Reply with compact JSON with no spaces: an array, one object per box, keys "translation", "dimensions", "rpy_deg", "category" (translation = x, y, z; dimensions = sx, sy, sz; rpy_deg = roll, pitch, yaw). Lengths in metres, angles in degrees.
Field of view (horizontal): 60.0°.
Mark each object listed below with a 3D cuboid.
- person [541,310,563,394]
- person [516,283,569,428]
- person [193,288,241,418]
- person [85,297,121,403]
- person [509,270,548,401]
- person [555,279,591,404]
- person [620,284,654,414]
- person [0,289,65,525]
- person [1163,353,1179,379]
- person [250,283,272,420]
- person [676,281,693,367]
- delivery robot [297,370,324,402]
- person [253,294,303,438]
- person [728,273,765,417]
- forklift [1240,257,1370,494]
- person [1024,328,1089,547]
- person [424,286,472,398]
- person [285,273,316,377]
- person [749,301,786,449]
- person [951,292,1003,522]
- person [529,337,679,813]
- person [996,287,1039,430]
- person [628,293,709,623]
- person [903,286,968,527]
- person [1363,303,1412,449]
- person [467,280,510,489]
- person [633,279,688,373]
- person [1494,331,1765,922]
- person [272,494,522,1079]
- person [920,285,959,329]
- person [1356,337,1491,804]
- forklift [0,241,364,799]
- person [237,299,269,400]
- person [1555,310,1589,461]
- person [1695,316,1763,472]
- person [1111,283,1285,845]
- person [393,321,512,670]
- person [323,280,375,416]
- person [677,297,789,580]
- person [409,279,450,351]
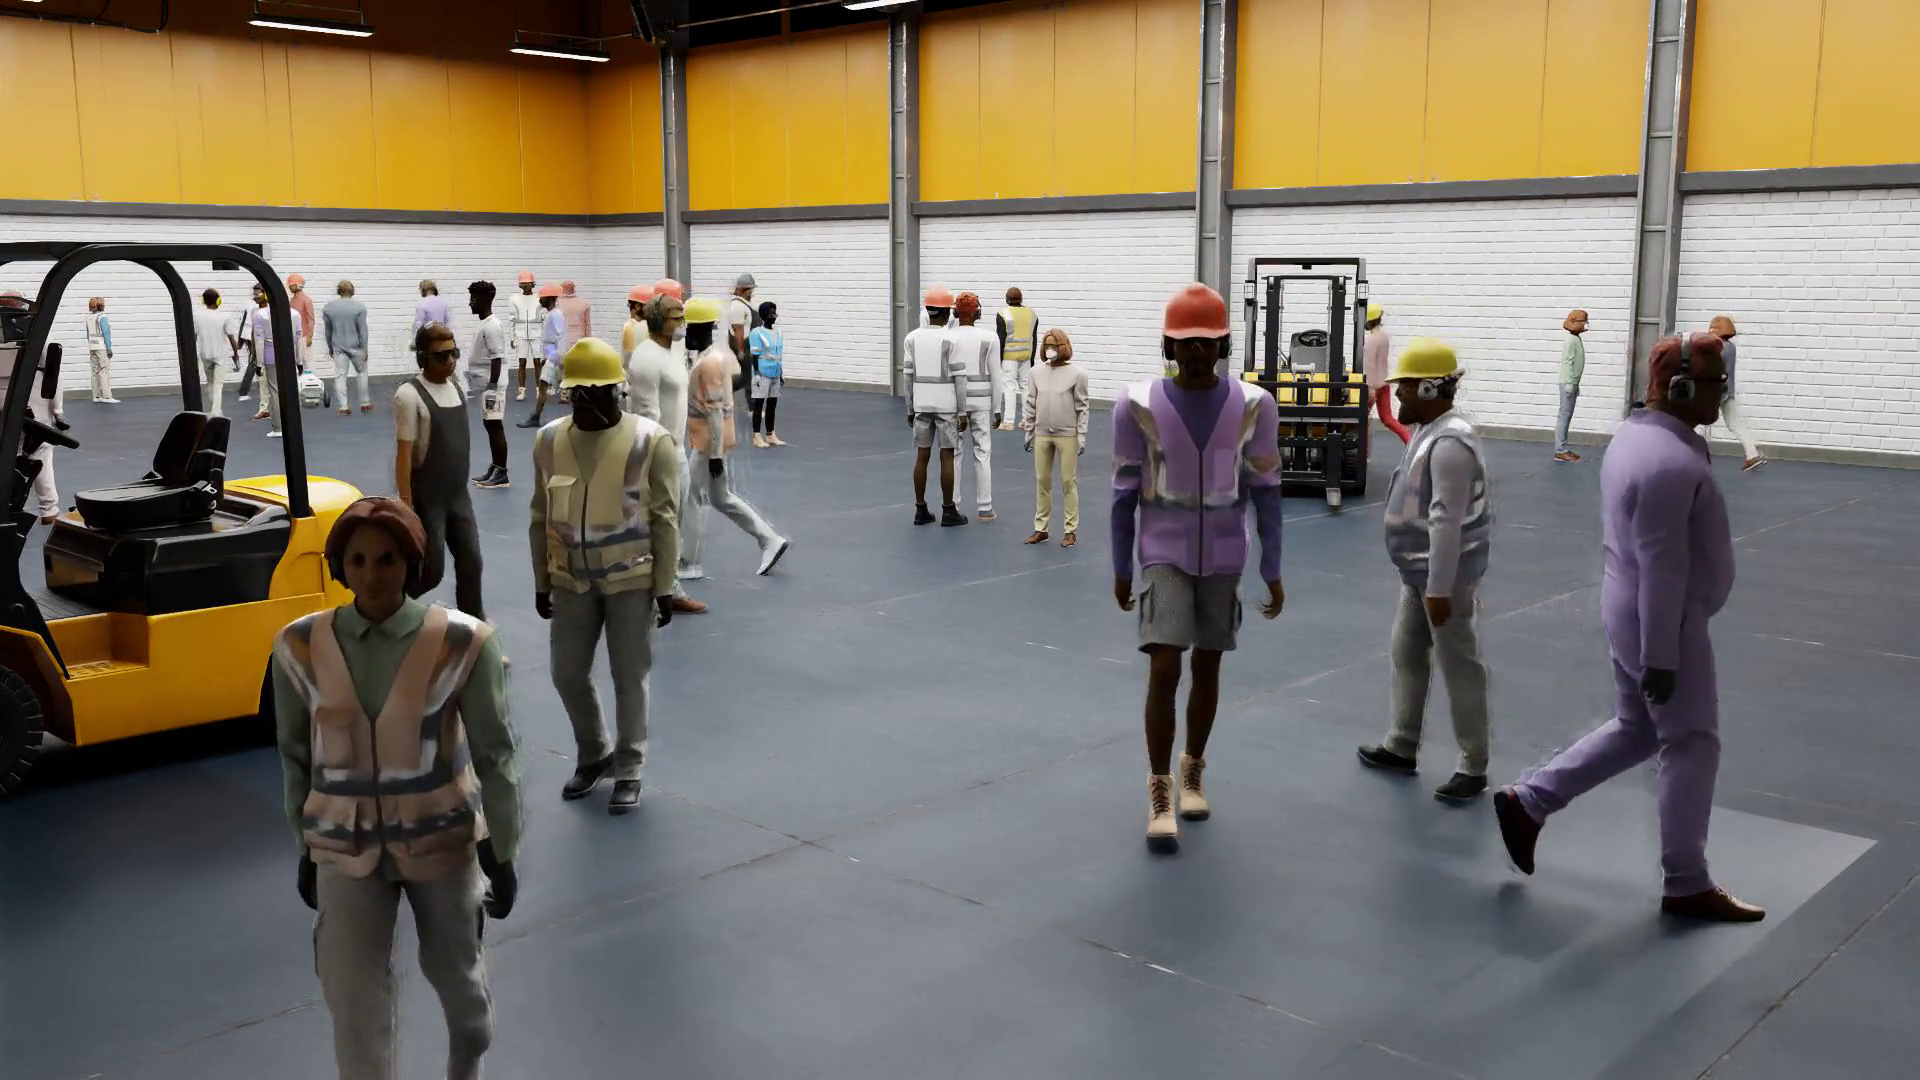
[{"translation":[-6.766,-3.283,27.550],"dimensions":[0.323,1.742,0.492],"rpy_deg":[7,12,37],"category":"person"},{"translation":[-5.305,-2.416,21.818],"dimensions":[1.009,1.892,0.561],"rpy_deg":[-3,10,-19],"category":"person"},{"translation":[-9.634,-2.340,21.550],"dimensions":[0.559,1.813,0.985],"rpy_deg":[-1,9,-6],"category":"person"},{"translation":[-13.267,-2.924,25.661],"dimensions":[0.514,1.641,0.309],"rpy_deg":[6,11,31],"category":"person"},{"translation":[-6.756,-3.190,26.068],"dimensions":[0.607,2.044,0.378],"rpy_deg":[-1,9,-8],"category":"person"},{"translation":[-5.985,-3.038,25.546],"dimensions":[0.637,1.911,0.406],"rpy_deg":[-5,10,-28],"category":"person"},{"translation":[-2.942,-1.385,15.348],"dimensions":[0.372,1.928,0.543],"rpy_deg":[-2,9,-11],"category":"person"},{"translation":[-7.588,-1.067,13.468],"dimensions":[0.652,1.906,0.403],"rpy_deg":[-1,9,-7],"category":"person"},{"translation":[2.359,-1.656,17.458],"dimensions":[1.005,1.786,0.630],"rpy_deg":[-8,12,-39],"category":"person"},{"translation":[-9.533,-2.574,22.845],"dimensions":[0.521,1.863,0.334],"rpy_deg":[3,10,20],"category":"person"},{"translation":[-3.795,-2.550,22.543],"dimensions":[0.745,1.916,0.548],"rpy_deg":[7,12,39],"category":"person"},{"translation":[-9.740,-2.302,24.885],"dimensions":[0.477,0.478,0.707],"rpy_deg":[-5,10,-27],"category":"delivery robot"},{"translation":[-8.376,-2.215,20.448],"dimensions":[0.590,1.923,0.384],"rpy_deg":[-9,13,-43],"category":"person"},{"translation":[-3.061,-2.727,23.231],"dimensions":[0.768,2.000,0.689],"rpy_deg":[0,9,2],"category":"person"},{"translation":[3.309,-1.629,16.029],"dimensions":[1.214,2.155,2.313],"rpy_deg":[2,9,11],"category":"forklift"},{"translation":[0.714,-0.765,12.446],"dimensions":[0.508,1.631,0.270],"rpy_deg":[5,10,27],"category":"person"},{"translation":[-8.300,-3.133,26.453],"dimensions":[1.001,1.796,0.498],"rpy_deg":[-3,10,-15],"category":"person"},{"translation":[-10.886,-3.391,27.445],"dimensions":[0.623,1.991,0.396],"rpy_deg":[8,12,40],"category":"person"},{"translation":[-2.227,-1.910,19.274],"dimensions":[0.322,1.697,0.533],"rpy_deg":[6,11,34],"category":"person"},{"translation":[0.064,-1.081,13.628],"dimensions":[0.574,1.882,0.356],"rpy_deg":[1,9,7],"category":"person"},{"translation":[-1.365,0.133,6.387],"dimensions":[0.596,1.818,0.444],"rpy_deg":[1,9,8],"category":"person"},{"translation":[0.704,-2.336,21.456],"dimensions":[0.625,1.840,0.430],"rpy_deg":[-6,11,-31],"category":"person"},{"translation":[-1.750,-0.481,9.799],"dimensions":[0.378,1.941,0.639],"rpy_deg":[1,9,4],"category":"person"},{"translation":[-0.177,-1.076,13.426],"dimensions":[0.551,1.935,0.372],"rpy_deg":[5,10,27],"category":"person"},{"translation":[4.416,-1.612,17.360],"dimensions":[0.796,1.728,0.524],"rpy_deg":[7,11,36],"category":"person"},{"translation":[-4.473,-1.474,15.776],"dimensions":[0.362,1.965,0.611],"rpy_deg":[-4,10,-23],"category":"person"},{"translation":[-2.508,-1.227,14.210],"dimensions":[0.401,1.984,0.612],"rpy_deg":[6,11,35],"category":"person"},{"translation":[2.185,0.271,5.345],"dimensions":[0.746,1.885,0.655],"rpy_deg":[2,9,10],"category":"person"},{"translation":[-1.235,0.676,3.733],"dimensions":[0.520,1.597,0.862],"rpy_deg":[-1,9,-6],"category":"person"},{"translation":[-0.243,-2.414,21.836],"dimensions":[0.602,1.865,0.420],"rpy_deg":[1,9,6],"category":"person"},{"translation":[1.878,0.114,6.574],"dimensions":[0.508,1.808,0.631],"rpy_deg":[1,9,9],"category":"person"},{"translation":[-3.706,-0.171,7.093],"dimensions":[1.214,2.155,2.313],"rpy_deg":[9,13,43],"category":"forklift"},{"translation":[-11.120,-3.146,26.398],"dimensions":[0.631,1.849,0.854],"rpy_deg":[8,12,41],"category":"person"},{"translation":[6.640,-1.678,18.040],"dimensions":[0.286,1.633,0.501],"rpy_deg":[5,11,30],"category":"person"},{"translation":[7.851,-1.498,17.056],"dimensions":[0.515,1.597,0.836],"rpy_deg":[-9,13,-43],"category":"person"},{"translation":[0.869,0.097,6.017],"dimensions":[0.611,2.016,0.831],"rpy_deg":[0,9,-2],"category":"person"},{"translation":[-2.753,-0.219,8.572],"dimensions":[0.766,1.820,0.526],"rpy_deg":[3,10,19],"category":"person"},{"translation":[-8.651,-2.725,23.614],"dimensions":[0.656,1.906,0.861],"rpy_deg":[0,9,2],"category":"person"},{"translation":[-1.605,-0.667,11.064],"dimensions":[0.875,1.898,0.598],"rpy_deg":[-1,9,-7],"category":"person"},{"translation":[-8.284,-3.075,25.777],"dimensions":[0.900,1.901,0.628],"rpy_deg":[3,10,16],"category":"person"}]
